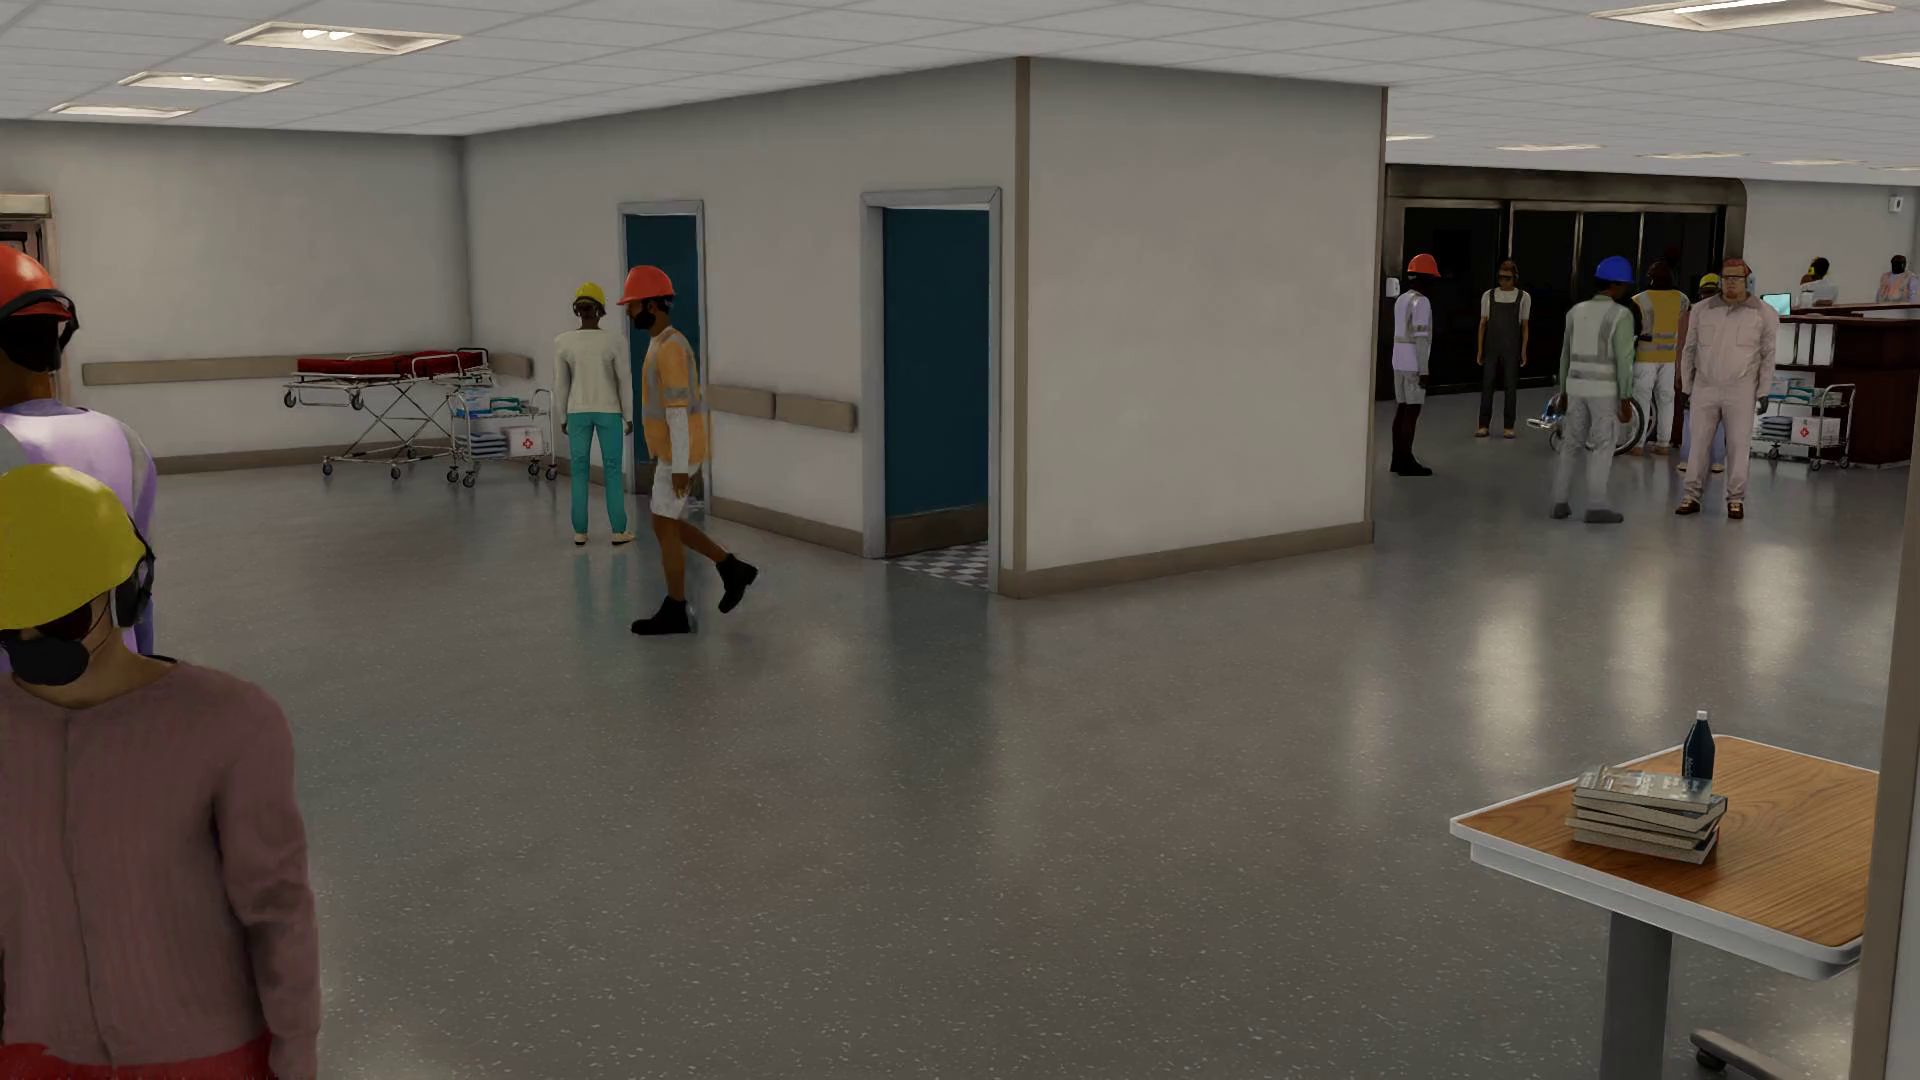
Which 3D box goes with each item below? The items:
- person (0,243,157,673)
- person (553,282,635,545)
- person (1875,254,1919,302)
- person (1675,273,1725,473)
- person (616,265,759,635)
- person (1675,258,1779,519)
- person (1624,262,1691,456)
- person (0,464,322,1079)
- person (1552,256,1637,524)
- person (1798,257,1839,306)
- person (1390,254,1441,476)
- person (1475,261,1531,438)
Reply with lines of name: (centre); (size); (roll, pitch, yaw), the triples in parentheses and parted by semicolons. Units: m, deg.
person: (-1.925, 0.404, 3.477); (0.409, 2.028, 0.612); (1, 10, 8)
person: (-2.448, -0.840, 11.167); (0.523, 1.766, 0.315); (0, 10, 1)
person: (14.849, -3.610, 26.467); (0.429, 1.844, 0.627); (-6, 12, -30)
person: (6.607, -1.473, 14.732); (0.523, 1.760, 0.329); (4, 11, 20)
person: (-1.430, -0.461, 8.615); (0.638, 1.914, 0.569); (-2, 10, -12)
person: (5.649, -1.113, 12.291); (0.636, 1.911, 0.405); (7, 12, 33)
person: (6.583, -1.709, 15.823); (0.627, 1.844, 0.429); (-2, 10, -10)
person: (-1.203, 0.740, 2.396); (0.572, 1.741, 0.443); (-1, 10, -7)
person: (4.608, -1.075, 12.080); (0.408, 1.933, 0.678); (-5, 11, -25)
person: (10.388, -2.501, 20.216); (0.516, 1.857, 0.339); (-1, 10, -8)
person: (3.980, -1.523, 14.533); (0.390, 1.929, 0.545); (-1, 10, -6)
person: (5.644, -1.974, 17.301); (0.505, 1.839, 0.344); (4, 11, 22)
